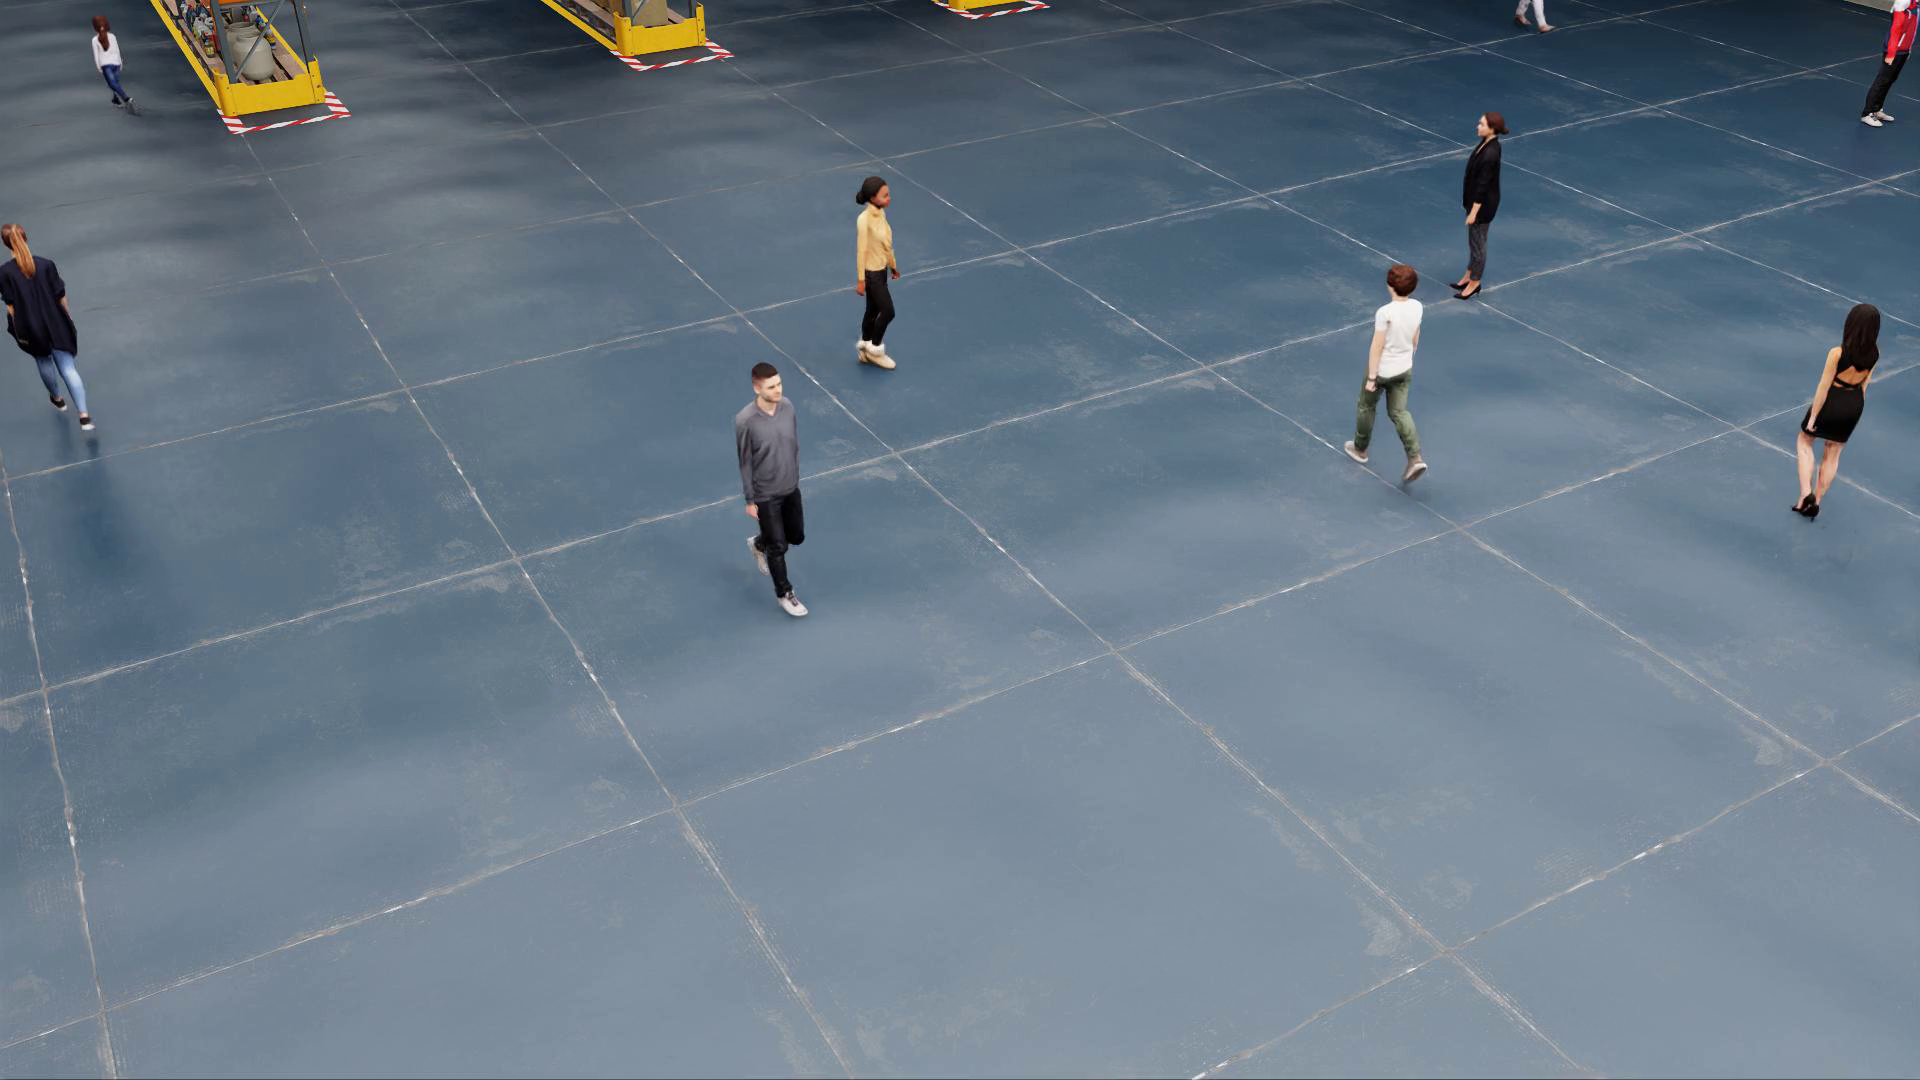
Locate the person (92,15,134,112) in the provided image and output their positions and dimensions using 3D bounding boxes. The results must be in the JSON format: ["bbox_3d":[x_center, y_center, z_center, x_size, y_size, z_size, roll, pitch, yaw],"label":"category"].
[{"bbox_3d":[-10.071,-5.654,19.756,0.827,1.091,0.624,21,38,30],"label":"person"}]

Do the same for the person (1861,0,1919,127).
[{"bbox_3d":[10.828,-5.704,19.211,0.675,1.757,0.595,-24,40,-33],"label":"person"}]

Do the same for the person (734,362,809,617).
[{"bbox_3d":[-1.255,-0.354,10.739,0.756,1.748,0.962,-27,41,-36],"label":"person"}]

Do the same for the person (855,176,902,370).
[{"bbox_3d":[-0.785,-2.216,13.781,0.812,1.650,0.759,10,34,16],"label":"person"}]

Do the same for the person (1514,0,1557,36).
[{"bbox_3d":[7.826,-7.839,22.520,0.811,1.838,1.284,-12,34,-18],"label":"person"}]

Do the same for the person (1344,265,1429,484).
[{"bbox_3d":[3.204,-1.187,12.173,0.673,1.626,1.099,-12,34,-19],"label":"person"}]

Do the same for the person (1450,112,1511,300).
[{"bbox_3d":[4.696,-3.016,14.985,0.788,1.719,0.718,6,33,10],"label":"person"}]

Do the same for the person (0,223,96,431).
[{"bbox_3d":[-7.014,-1.589,12.795,0.703,1.642,1.147,-20,37,-29],"label":"person"}]

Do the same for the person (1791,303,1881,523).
[{"bbox_3d":[6.146,-0.832,11.599,0.658,1.638,0.701,0,32,-1],"label":"person"}]
